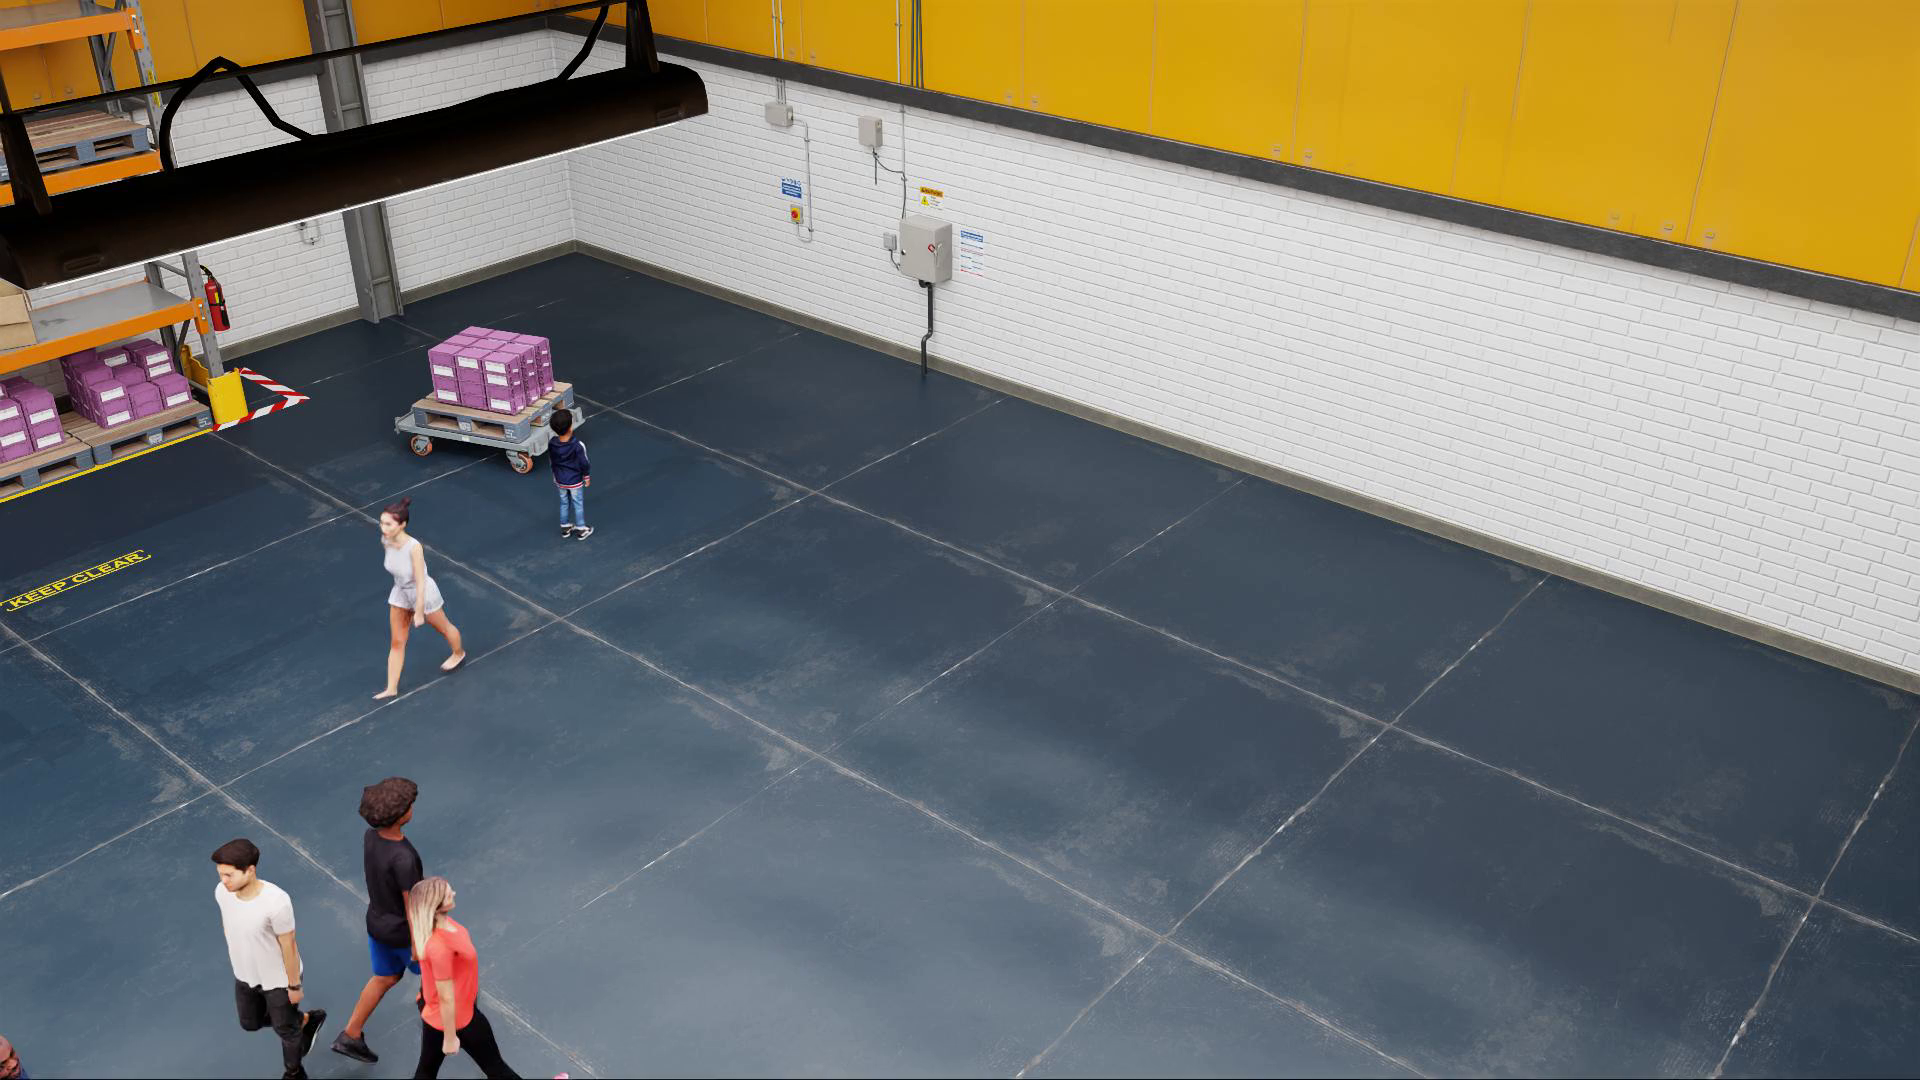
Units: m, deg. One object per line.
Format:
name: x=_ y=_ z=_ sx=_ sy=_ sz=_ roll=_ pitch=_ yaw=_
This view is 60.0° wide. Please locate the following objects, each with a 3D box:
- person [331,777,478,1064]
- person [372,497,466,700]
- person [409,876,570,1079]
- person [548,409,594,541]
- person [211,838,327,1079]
person: x=-3.153 y=2.143 z=9.106 sx=0.647 sy=1.766 sz=1.066 roll=24 pitch=37 yaw=37
person: x=-4.036 y=0.401 z=12.519 sx=0.712 sy=1.557 sz=1.139 roll=15 pitch=32 yaw=25
person: x=-2.733 y=2.478 z=8.607 sx=1.145 sy=1.655 sz=0.857 roll=-15 pitch=32 yaw=-25
person: x=-3.452 y=-0.578 z=14.662 sx=0.581 sy=1.222 sz=0.582 roll=8 pitch=30 yaw=14
person: x=-3.682 y=2.254 z=8.957 sx=0.774 sy=1.714 sz=0.867 roll=11 pitch=30 yaw=19
